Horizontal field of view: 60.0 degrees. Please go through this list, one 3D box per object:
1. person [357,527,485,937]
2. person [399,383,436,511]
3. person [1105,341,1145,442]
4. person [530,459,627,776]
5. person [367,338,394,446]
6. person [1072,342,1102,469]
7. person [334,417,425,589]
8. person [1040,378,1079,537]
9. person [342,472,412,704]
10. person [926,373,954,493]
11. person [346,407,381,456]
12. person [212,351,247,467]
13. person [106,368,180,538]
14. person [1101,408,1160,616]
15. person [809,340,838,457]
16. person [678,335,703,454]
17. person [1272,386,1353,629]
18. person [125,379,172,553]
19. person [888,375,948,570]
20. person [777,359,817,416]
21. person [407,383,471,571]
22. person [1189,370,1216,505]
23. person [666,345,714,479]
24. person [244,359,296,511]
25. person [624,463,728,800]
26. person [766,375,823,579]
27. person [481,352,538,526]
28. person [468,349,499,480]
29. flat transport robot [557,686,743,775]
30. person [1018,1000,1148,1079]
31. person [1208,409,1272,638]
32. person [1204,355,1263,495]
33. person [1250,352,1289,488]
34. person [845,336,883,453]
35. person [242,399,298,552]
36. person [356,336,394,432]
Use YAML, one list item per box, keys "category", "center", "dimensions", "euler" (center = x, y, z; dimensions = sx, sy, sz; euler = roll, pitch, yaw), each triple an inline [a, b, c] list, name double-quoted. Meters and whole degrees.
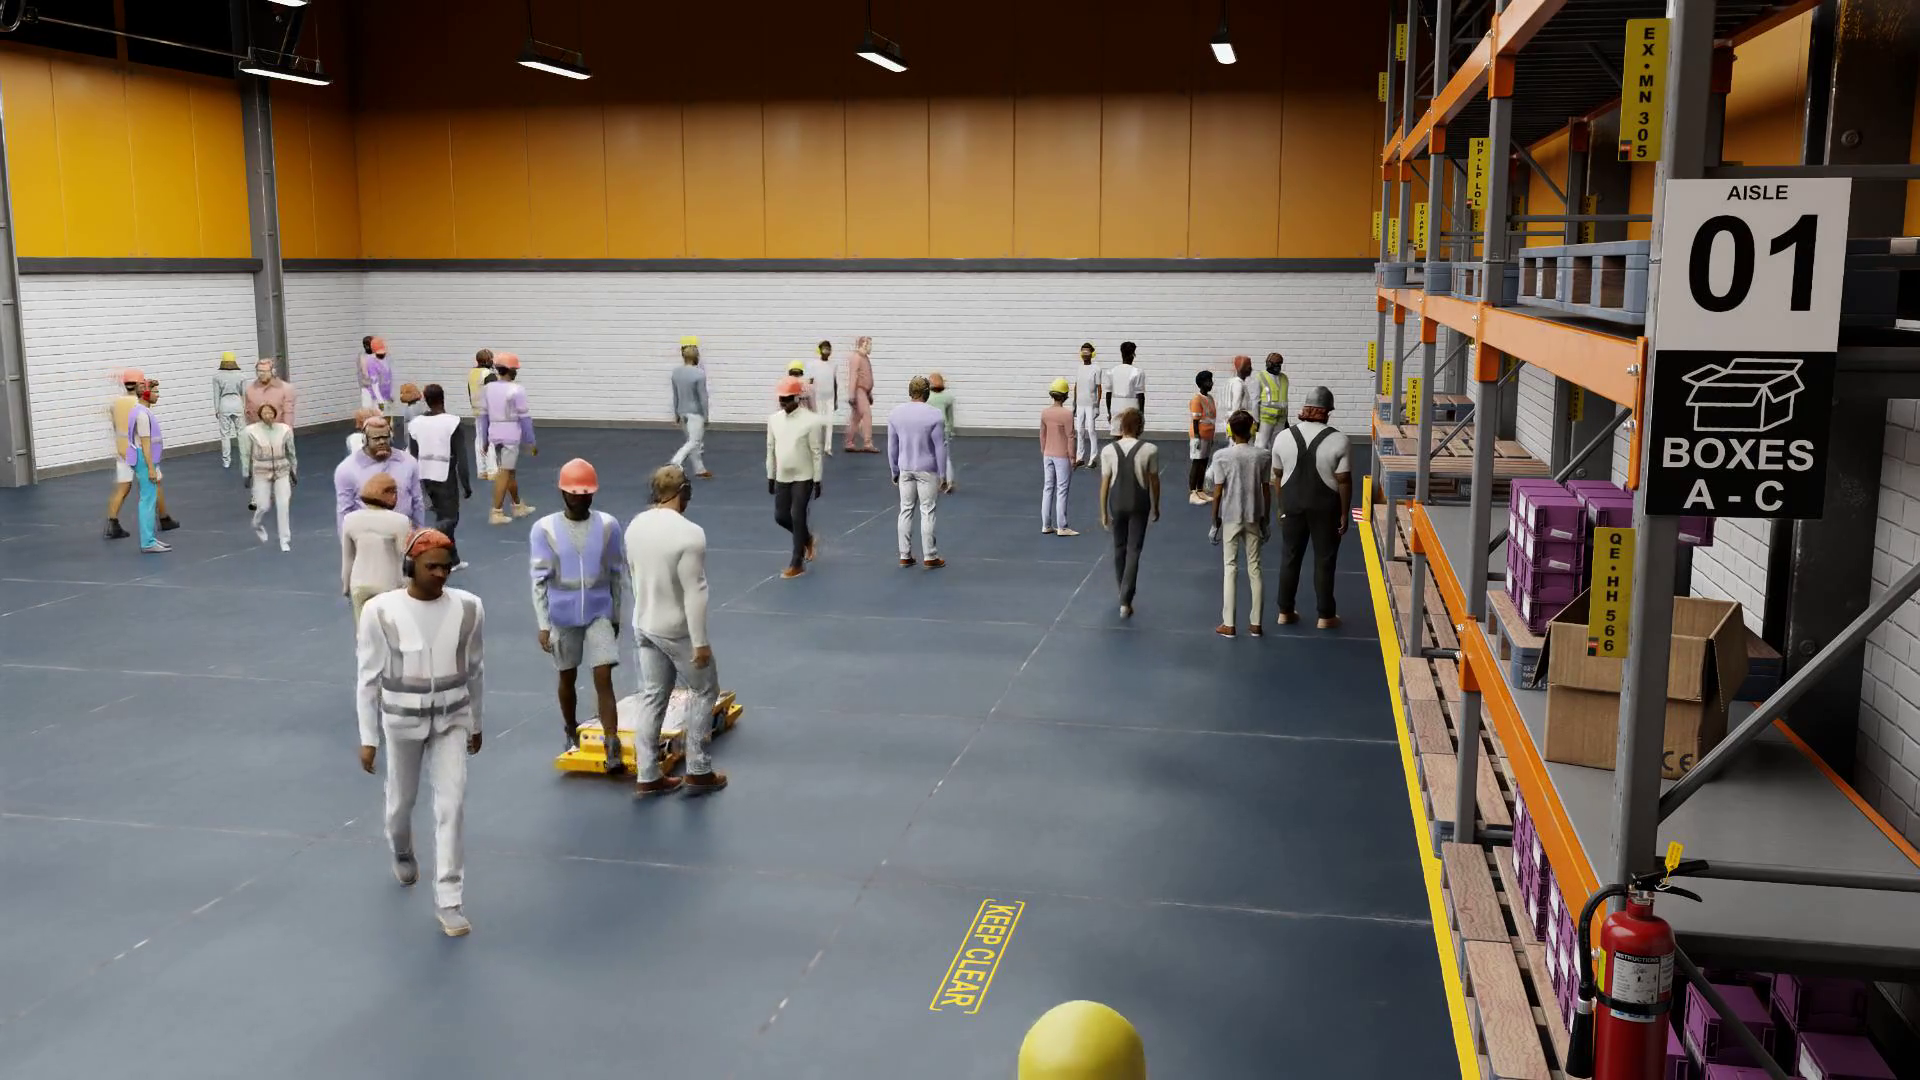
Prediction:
- category: "person"
  center: [-2.523, 0.839, 7.767]
  dimensions: [0.602, 1.851, 0.893]
  euler: [-5, 11, -29]
- category: "person"
  center: [-6.735, -1.118, 20.307]
  dimensions: [0.850, 1.593, 0.507]
  euler: [-1, 9, -4]
- category: "person"
  center: [2.319, -1.796, 23.258]
  dimensions: [0.608, 1.966, 0.372]
  euler: [6, 11, 32]
- category: "person"
  center: [-2.256, 0.460, 9.889]
  dimensions: [0.563, 1.887, 0.960]
  euler: [-4, 10, -21]
- category: "person"
  center: [-9.103, -2.251, 26.282]
  dimensions: [0.370, 1.884, 0.683]
  euler: [1, 10, 8]
- category: "person"
  center: [1.869, -1.997, 24.747]
  dimensions: [0.511, 1.877, 0.328]
  euler: [8, 12, 40]
- category: "person"
  center: [-4.436, -0.014, 12.783]
  dimensions: [0.692, 1.883, 0.483]
  euler: [-7, 12, -38]
- category: "person"
  center: [1.111, -0.924, 18.597]
  dimensions: [0.296, 1.772, 0.533]
  euler: [-8, 12, -39]
- category: "person"
  center: [-4.028, 0.345, 11.423]
  dimensions: [0.521, 1.611, 0.541]
  euler: [0, 9, 2]
- category: "person"
  center: [-0.288, -1.432, 22.182]
  dimensions: [0.514, 1.593, 0.841]
  euler: [-4, 10, -23]
- category: "person"
  center: [-5.817, -0.515, 16.591]
  dimensions: [0.534, 1.612, 0.722]
  euler: [4, 10, 22]
- category: "person"
  center: [-10.928, -1.960, 24.947]
  dimensions: [0.480, 1.733, 0.331]
  euler: [-5, 11, -29]
- category: "person"
  center: [-9.259, -0.974, 18.609]
  dimensions: [0.556, 1.884, 0.988]
  euler: [2, 10, 12]
- category: "person"
  center: [1.492, -0.263, 14.606]
  dimensions: [0.495, 1.790, 0.980]
  euler: [4, 10, 20]
- category: "person"
  center: [-2.185, -2.246, 26.342]
  dimensions: [0.536, 1.843, 0.714]
  euler: [-5, 11, -26]
- category: "person"
  center: [-4.297, -2.302, 26.447]
  dimensions: [0.438, 1.913, 0.610]
  euler: [-1, 9, -7]
- category: "person"
  center: [2.974, -0.288, 13.949]
  dimensions: [0.681, 2.000, 0.535]
  euler: [5, 11, 29]
- category: "person"
  center: [-8.592, -0.780, 17.537]
  dimensions: [0.384, 1.836, 0.566]
  euler: [-5, 11, -26]
- category: "person"
  center: [-0.412, -0.673, 16.573]
  dimensions: [0.635, 1.937, 0.352]
  euler: [4, 10, 24]
- category: "person"
  center: [-2.195, -1.576, 22.576]
  dimensions: [0.523, 1.744, 0.716]
  euler: [1, 9, 7]
- category: "person"
  center: [-5.109, -0.580, 16.217]
  dimensions: [0.601, 1.877, 0.797]
  euler: [3, 10, 19]
- category: "person"
  center: [3.080, -1.300, 21.081]
  dimensions: [0.315, 1.696, 0.540]
  euler: [5, 11, 29]
- category: "person"
  center: [-3.791, -1.755, 23.195]
  dimensions: [0.638, 1.912, 0.871]
  euler: [8, 12, 39]
- category: "person"
  center: [-8.502, -1.279, 20.433]
  dimensions: [0.649, 1.860, 0.951]
  euler: [-1, 9, -5]
- category: "person"
  center: [-1.622, 0.515, 9.484]
  dimensions: [0.670, 1.907, 0.618]
  euler: [8, 12, 41]
- category: "person"
  center: [-1.576, -0.631, 16.248]
  dimensions: [0.617, 1.973, 0.665]
  euler: [5, 11, 28]
- category: "person"
  center: [-5.215, -1.193, 19.499]
  dimensions: [0.629, 2.000, 0.952]
  euler: [5, 11, 27]
- category: "person"
  center: [-6.647, -1.761, 23.420]
  dimensions: [0.429, 1.842, 0.634]
  euler: [-9, 13, -43]
- category: "flat transport robot"
  center: [-1.919, 1.172, 10.474]
  dimensions: [0.652, 0.197, 1.431]
  euler: [2, 10, 12]
- category: "person"
  center: [0.159, 1.673, 2.698]
  dimensions: [0.577, 1.868, 0.976]
  euler: [5, 11, 29]
- category: "person"
  center: [2.276, -0.132, 13.548]
  dimensions: [0.520, 1.865, 0.335]
  euler: [-1, 9, -6]
- category: "person"
  center: [3.612, -1.505, 21.860]
  dimensions: [0.884, 1.855, 0.584]
  euler: [1, 9, 7]
- category: "person"
  center: [4.246, -1.633, 22.668]
  dimensions: [0.621, 1.840, 0.429]
  euler: [-6, 11, -30]
- category: "person"
  center: [-1.503, -2.326, 26.721]
  dimensions: [0.805, 1.871, 0.670]
  euler: [2, 10, 10]
- category: "person"
  center: [-7.322, -0.694, 17.638]
  dimensions: [0.542, 1.621, 0.496]
  euler: [-6, 11, -32]
- category: "person"
  center: [-10.191, -2.667, 29.018]
  dimensions: [0.619, 1.809, 0.925]
  euler: [0, 9, -2]
